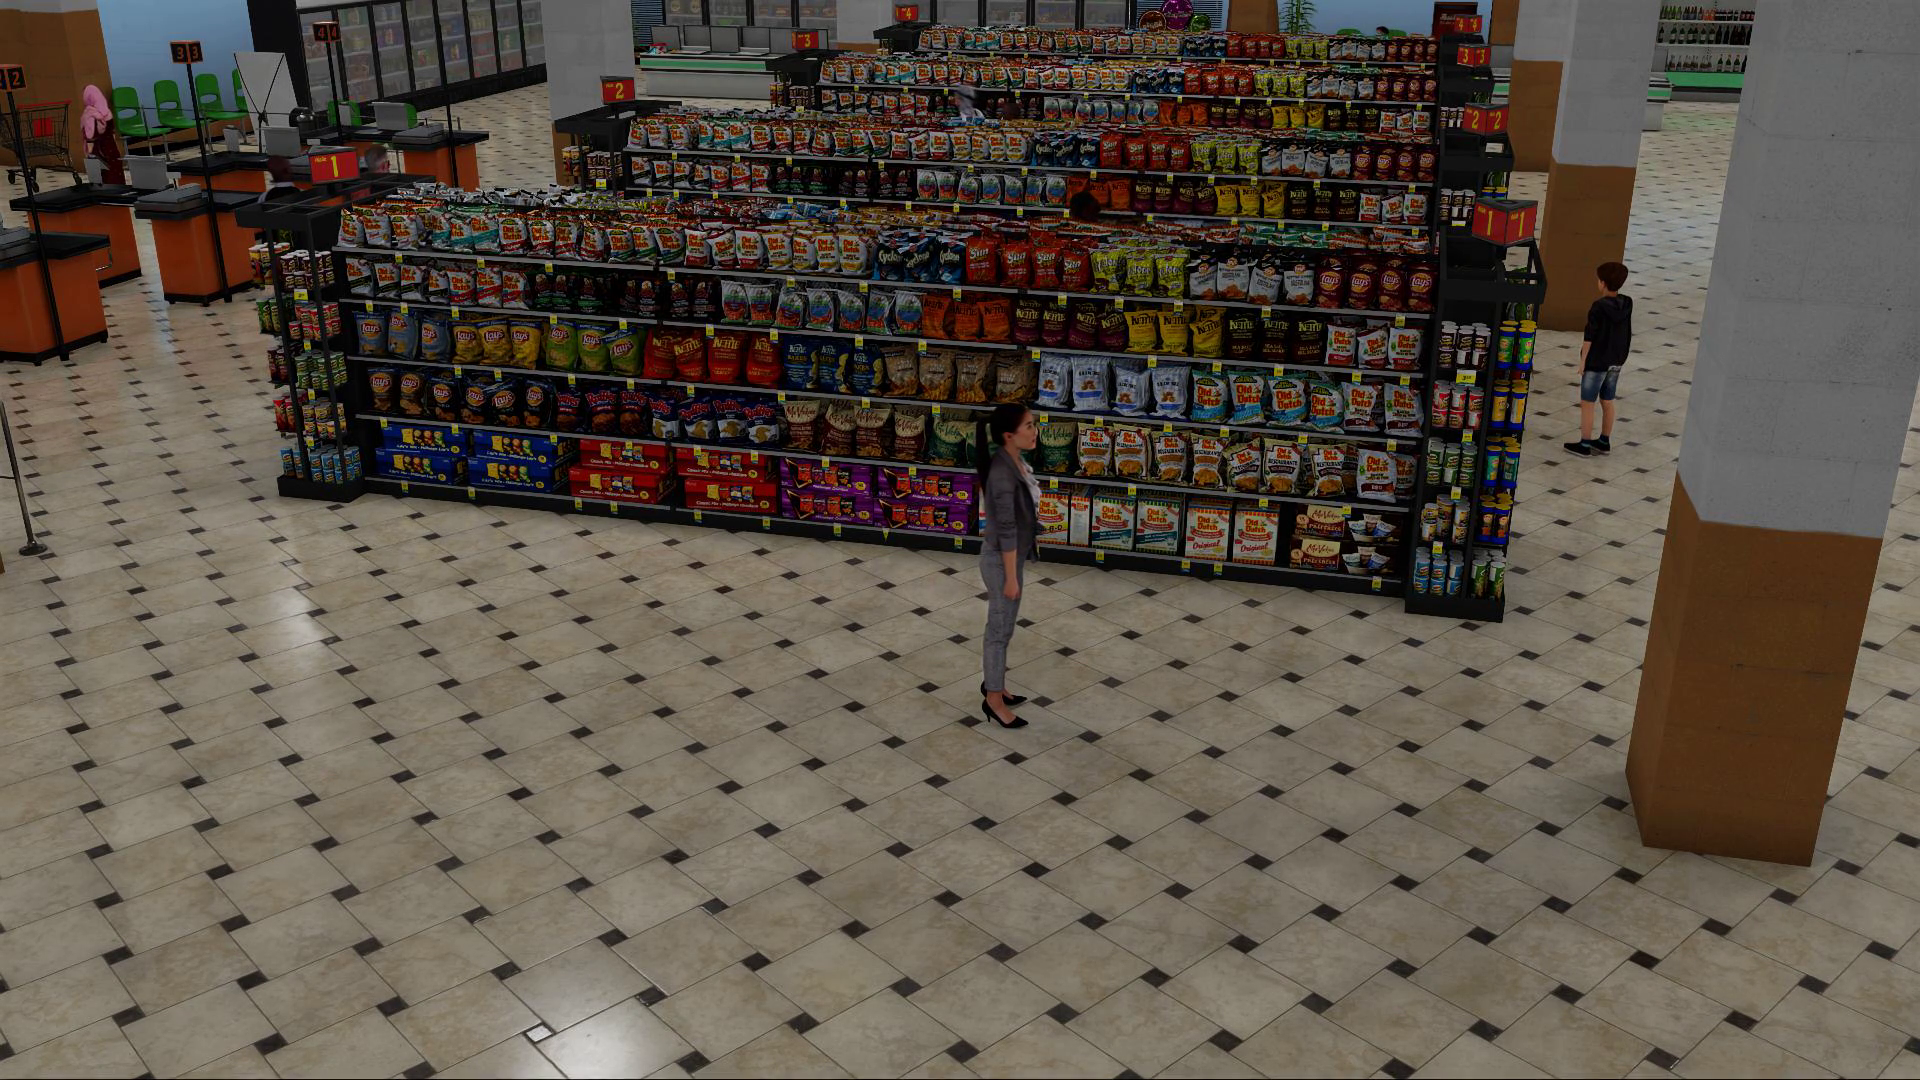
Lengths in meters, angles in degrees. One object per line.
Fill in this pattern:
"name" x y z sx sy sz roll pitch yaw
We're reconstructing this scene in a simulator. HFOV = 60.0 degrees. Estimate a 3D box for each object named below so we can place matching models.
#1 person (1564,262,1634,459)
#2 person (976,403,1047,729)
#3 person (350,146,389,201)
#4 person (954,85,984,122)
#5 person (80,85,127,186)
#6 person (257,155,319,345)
"person" 4.734 -1.331 12.240 0.592 1.447 0.676 -7 23 -17
"person" 0.227 0.115 8.333 0.642 1.677 0.671 1 22 2
"person" -5.196 -2.545 14.791 1.081 1.797 0.764 4 22 11
"person" 0.069 -4.024 18.298 0.629 1.927 0.688 4 22 11
"person" -10.654 -4.824 20.677 0.575 1.639 0.641 6 23 14
"person" -5.783 -2.433 14.473 0.611 1.827 0.778 -2 22 -4
